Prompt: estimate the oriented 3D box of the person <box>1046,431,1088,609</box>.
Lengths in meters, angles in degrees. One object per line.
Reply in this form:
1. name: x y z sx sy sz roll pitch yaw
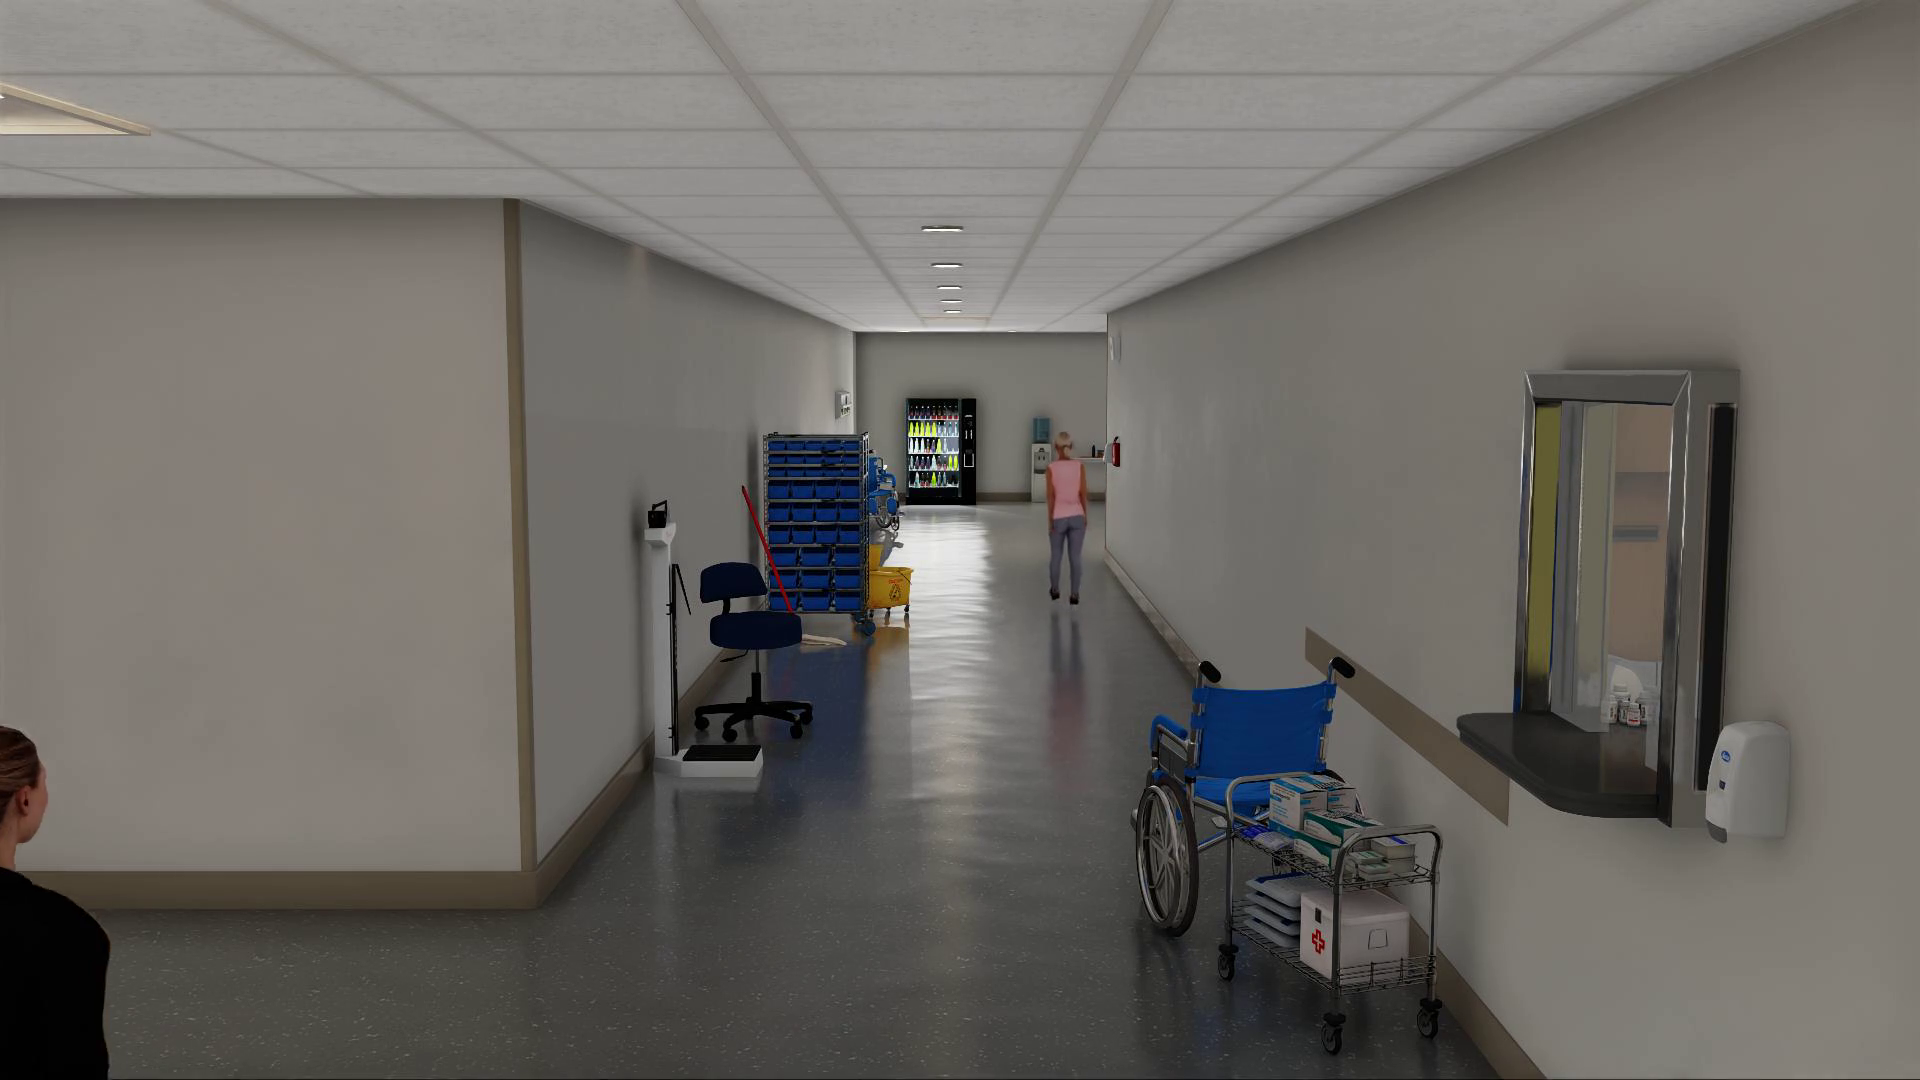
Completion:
1. person: 1.039 -0.152 15.852 1.055 1.679 0.617 0 6 1
